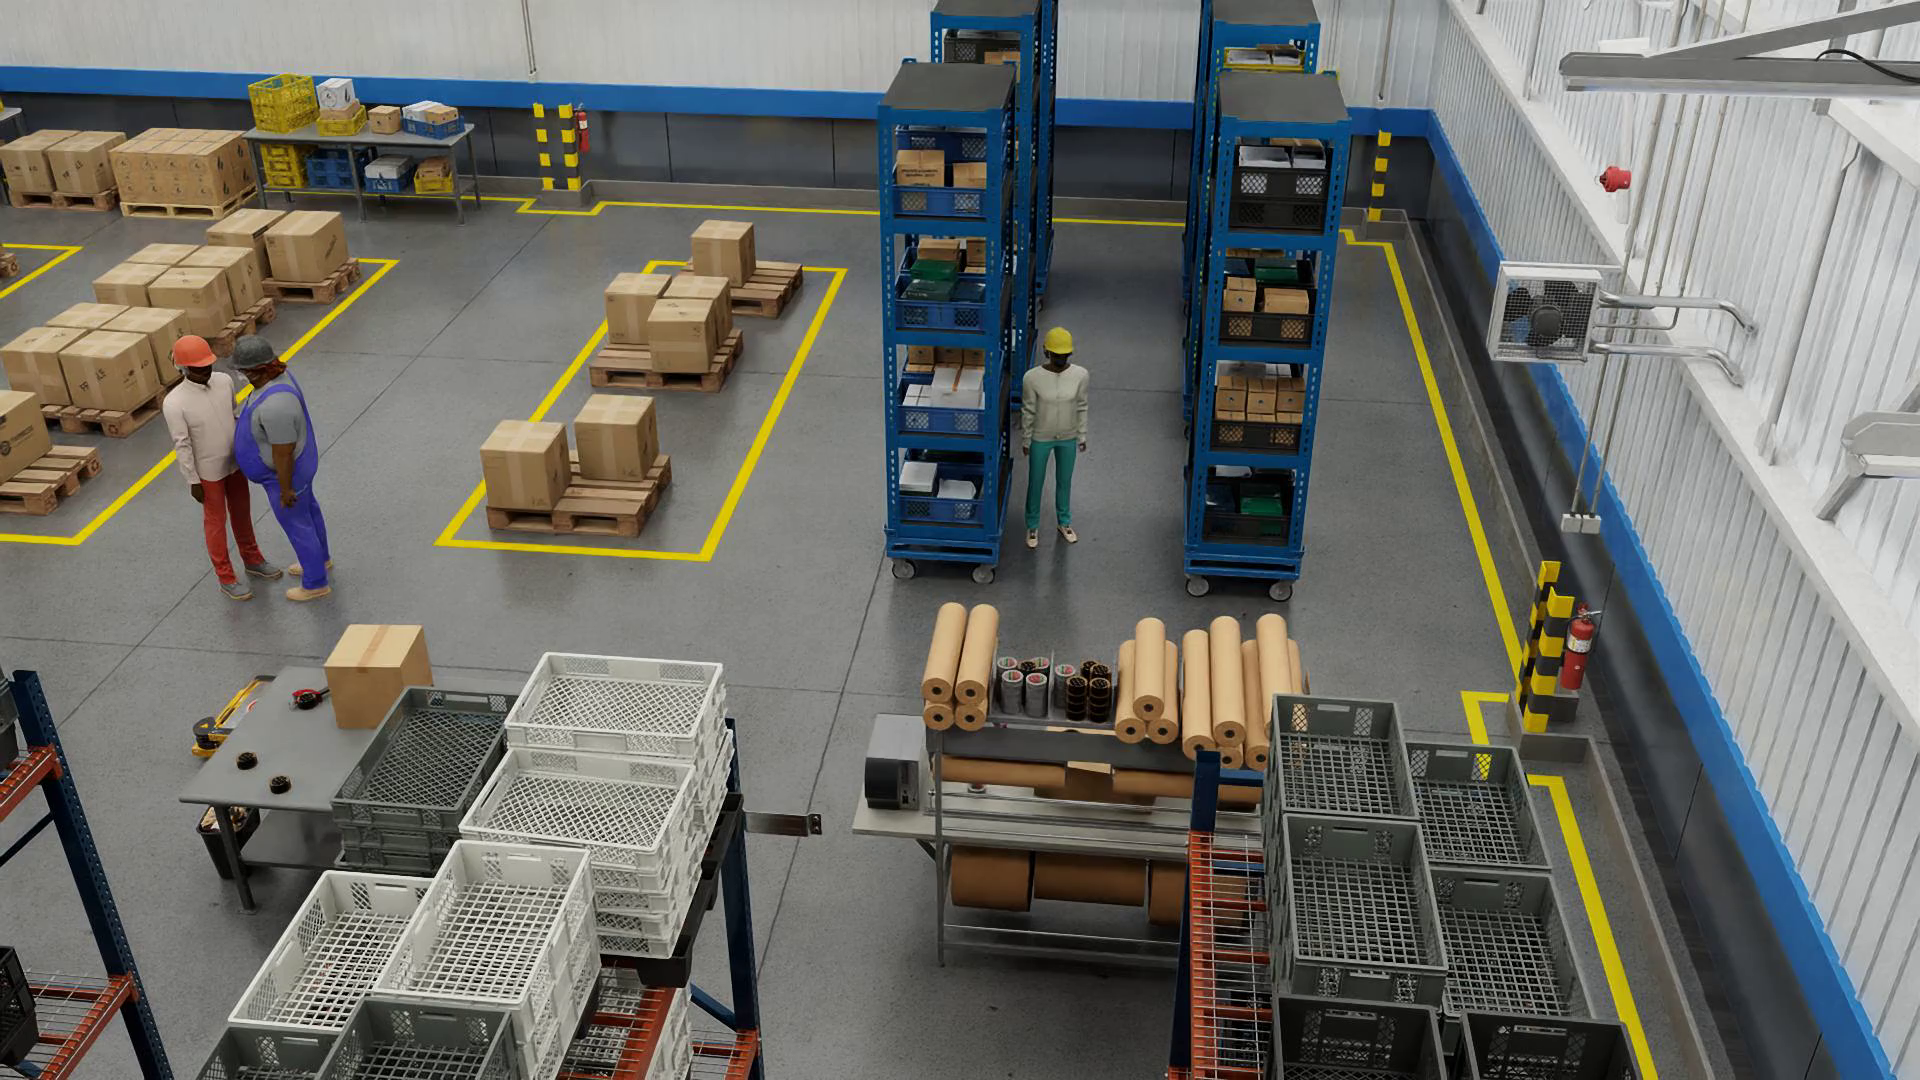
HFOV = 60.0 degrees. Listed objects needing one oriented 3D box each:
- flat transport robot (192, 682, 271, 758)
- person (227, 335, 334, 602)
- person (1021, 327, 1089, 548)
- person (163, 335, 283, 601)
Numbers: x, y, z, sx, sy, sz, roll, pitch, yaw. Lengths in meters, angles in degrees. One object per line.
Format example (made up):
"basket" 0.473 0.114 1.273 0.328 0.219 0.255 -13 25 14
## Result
"flat transport robot" -4.089 1.163 10.648 1.431 0.197 0.652 3 30 6
"person" -4.844 -0.531 11.827 0.536 2.000 0.682 -8 31 -14
"person" 0.708 -0.775 12.512 0.524 1.772 0.299 -7 31 -12
"person" -5.289 -0.535 11.878 0.377 1.994 0.610 11 32 18
